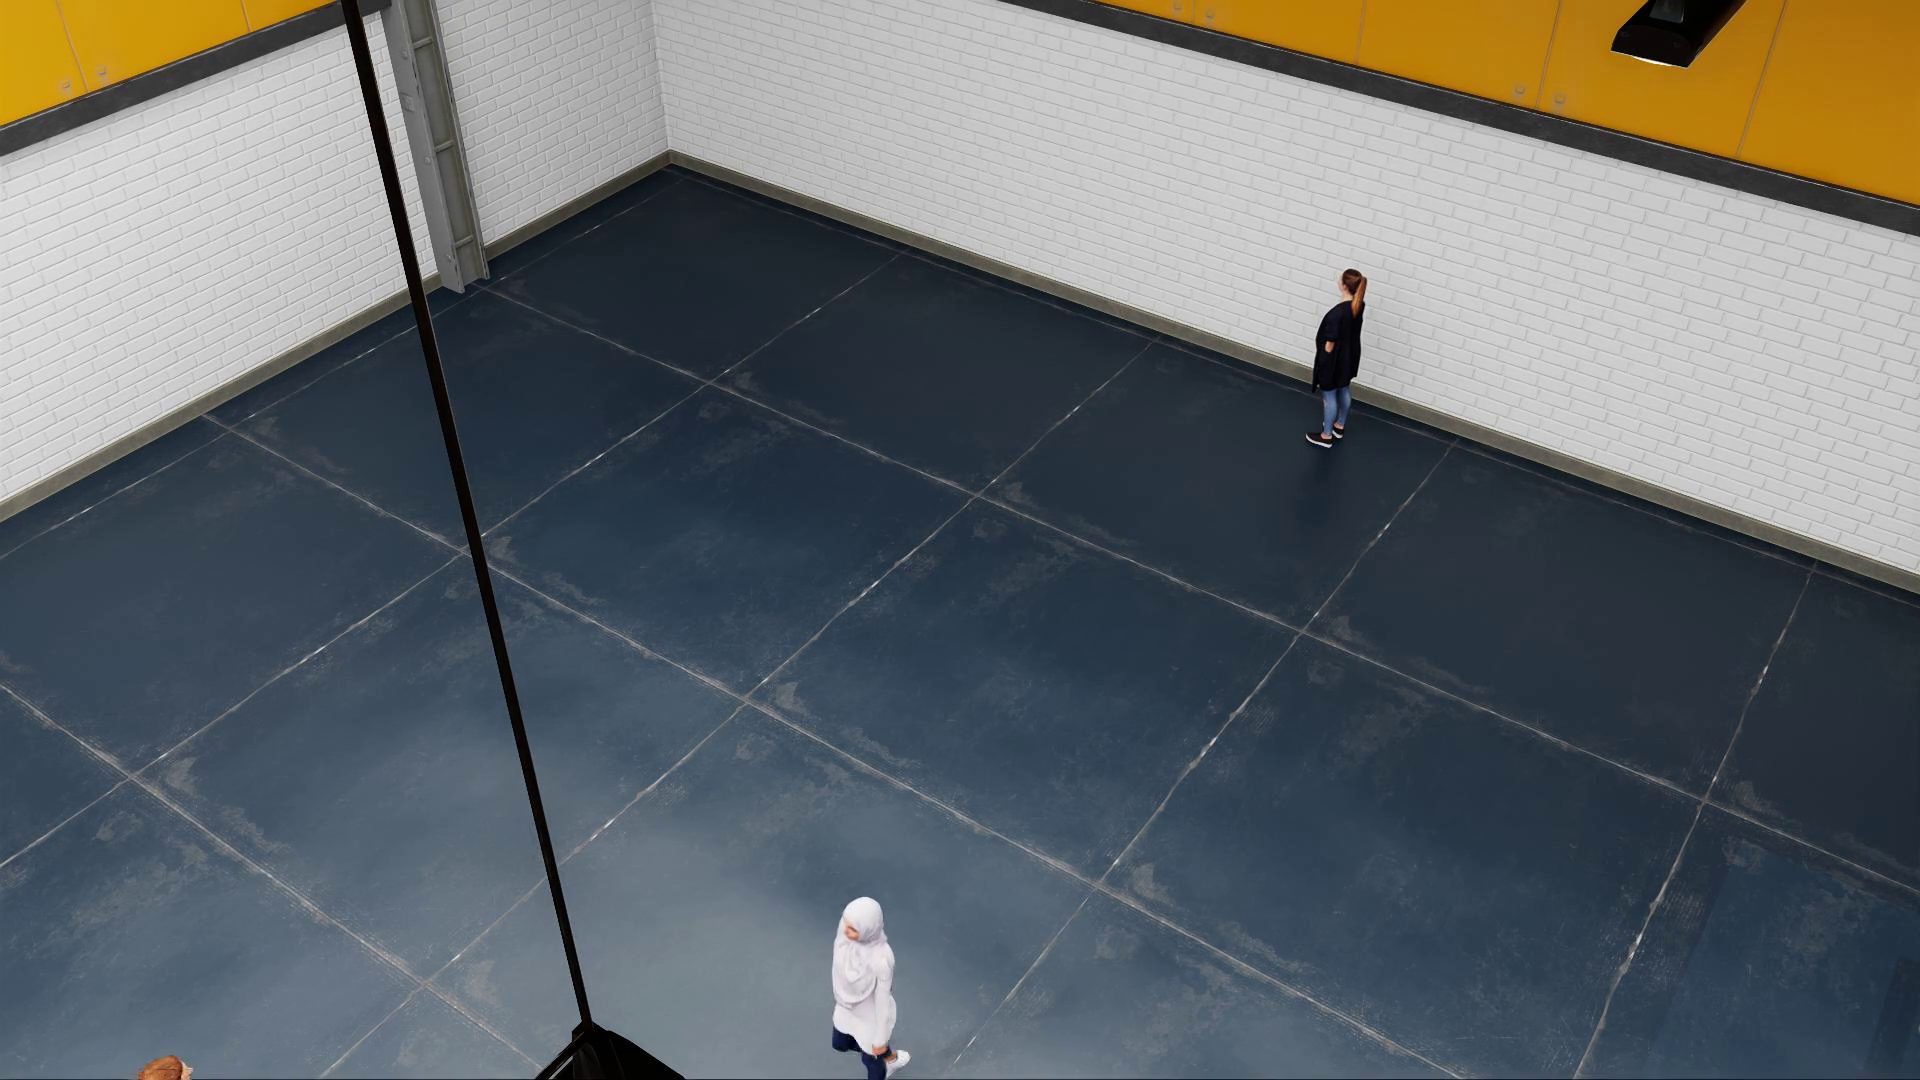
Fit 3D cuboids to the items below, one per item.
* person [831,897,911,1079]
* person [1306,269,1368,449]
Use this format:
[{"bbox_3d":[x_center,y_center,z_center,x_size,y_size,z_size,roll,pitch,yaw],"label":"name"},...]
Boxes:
[{"bbox_3d":[-0.436,2.492,8.972,0.808,1.770,0.746,-22,43,-25],"label":"person"},{"bbox_3d":[3.223,-1.543,14.094,0.581,1.683,0.736,-29,47,-31],"label":"person"}]
